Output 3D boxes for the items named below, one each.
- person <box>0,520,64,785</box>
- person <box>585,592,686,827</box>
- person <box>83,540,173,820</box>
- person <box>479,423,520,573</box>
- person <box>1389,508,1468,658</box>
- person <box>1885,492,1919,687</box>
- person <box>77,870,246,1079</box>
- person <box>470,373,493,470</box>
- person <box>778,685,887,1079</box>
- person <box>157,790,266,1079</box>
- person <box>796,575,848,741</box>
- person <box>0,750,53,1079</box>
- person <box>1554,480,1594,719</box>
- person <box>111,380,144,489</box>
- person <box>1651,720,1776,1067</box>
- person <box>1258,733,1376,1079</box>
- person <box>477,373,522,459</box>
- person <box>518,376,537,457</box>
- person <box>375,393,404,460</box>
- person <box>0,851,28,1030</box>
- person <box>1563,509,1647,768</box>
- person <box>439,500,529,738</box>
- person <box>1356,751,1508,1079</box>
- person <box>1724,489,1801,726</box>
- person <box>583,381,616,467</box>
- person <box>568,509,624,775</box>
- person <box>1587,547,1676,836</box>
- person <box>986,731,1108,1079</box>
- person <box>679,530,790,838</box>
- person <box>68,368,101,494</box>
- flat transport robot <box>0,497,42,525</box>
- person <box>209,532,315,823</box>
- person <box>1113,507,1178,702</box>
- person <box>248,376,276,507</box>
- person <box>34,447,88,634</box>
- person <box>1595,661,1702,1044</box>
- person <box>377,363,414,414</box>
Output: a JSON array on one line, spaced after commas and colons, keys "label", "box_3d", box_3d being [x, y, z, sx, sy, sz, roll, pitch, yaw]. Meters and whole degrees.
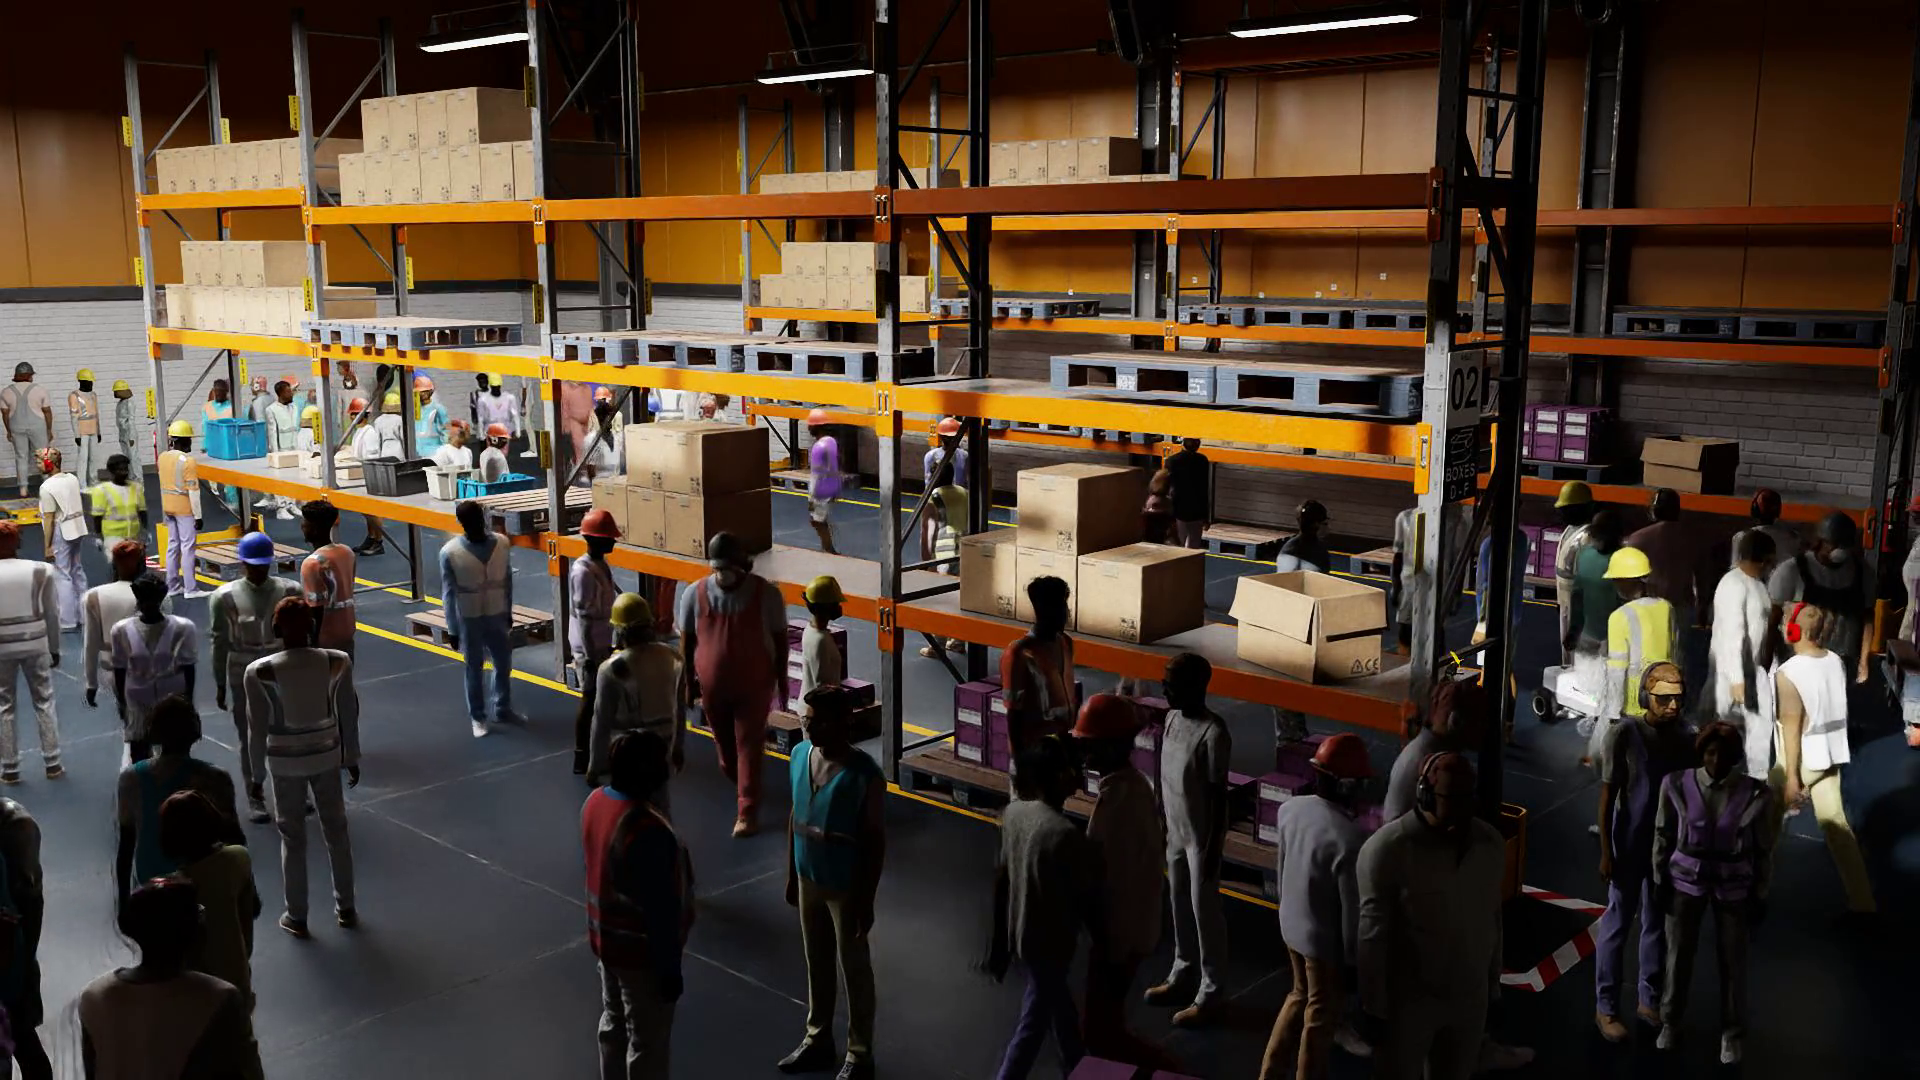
[{"label": "person", "box_3d": [-6.656, 0.786, 11.713, 0.590, 1.875, 0.358, -6, 12, -32]}, {"label": "person", "box_3d": [-1.837, 1.198, 9.515, 0.404, 1.827, 0.613, 8, 13, 40]}, {"label": "person", "box_3d": [-5.542, 0.909, 11.171, 0.579, 1.830, 1.025, 0, 10, 0]}, {"label": "person", "box_3d": [-5.343, -0.485, 19.261, 0.339, 1.747, 0.563, -7, 12, -35]}, {"label": "person", "box_3d": [3.864, 0.387, 13.764, 0.613, 1.948, 0.395, 5, 11, 28]}, {"label": "person", "box_3d": [8.135, 0.456, 13.979, 0.471, 1.738, 0.568, 5, 11, 28]}, {"label": "person", "box_3d": [-2.524, 1.968, 5.203, 0.570, 1.817, 0.846, 4, 11, 19]}, {"label": "person", "box_3d": [-7.913, -1.959, 27.784, 0.543, 1.682, 0.357, 1, 10, 3]}, {"label": "person", "box_3d": [-0.559, 1.545, 7.503, 0.567, 1.847, 0.389, 9, 13, 40]}, {"label": "person", "box_3d": [-3.029, 1.794, 6.701, 0.286, 1.633, 0.498, 3, 10, 15]}, {"label": "person", "box_3d": [-0.850, 1.086, 10.326, 0.327, 1.769, 0.525, -2, 10, -9]}, {"label": "person", "box_3d": [-3.915, 1.645, 6.677, 0.543, 1.940, 0.361, 5, 11, 26]}, {"label": "person", "box_3d": [4.914, 0.475, 13.337, 0.375, 1.924, 0.585, 1, 10, 4]}, {"label": "person", "box_3d": [-12.790, -1.583, 25.506, 0.485, 1.737, 0.321, 9, 13, 41]}, {"label": "person", "box_3d": [3.473, 1.620, 7.707, 0.512, 1.626, 0.326, 5, 11, 27]}, {"label": "person", "box_3d": [1.550, 1.671, 7.102, 0.419, 1.741, 0.584, -4, 11, -20]}, {"label": "person", "box_3d": [-7.047, -1.630, 25.440, 0.606, 1.869, 1.023, -5, 11, -26]}, {"label": "person", "box_3d": [-7.804, -2.417, 29.891, 0.347, 1.858, 0.506, -2, 10, -10]}, {"label": "person", "box_3d": [-7.873, -1.172, 23.157, 0.492, 1.742, 0.320, 2, 10, 10]}, {"label": "person", "box_3d": [-3.918, 1.744, 6.402, 0.632, 1.840, 0.429, -1, 10, -8]}, {"label": "person", "box_3d": [4.764, 0.703, 12.077, 0.631, 1.913, 0.652, -4, 11, -20]}, {"label": "person", "box_3d": [-3.688, 0.601, 12.764, 0.629, 1.873, 0.449, -9, 14, -43]}, {"label": "person", "box_3d": [1.809, 1.726, 6.311, 0.639, 1.910, 0.407, -4, 11, -20]}, {"label": "person", "box_3d": [6.300, 0.532, 13.125, 0.585, 1.882, 0.344, -2, 10, -11]}, {"label": "person", "box_3d": [-6.234, -2.243, 28.372, 0.674, 2.000, 0.535, 3, 11, 18]}, {"label": "person", "box_3d": [-2.589, 0.725, 11.938, 0.420, 1.925, 0.546, 1, 10, 6]}, {"label": "person", "box_3d": [4.231, 0.987, 10.492, 0.623, 1.903, 0.505, -5, 11, -25]}, {"label": "person", "box_3d": [0.422, 1.679, 6.833, 0.974, 1.822, 0.517, -5, 11, -27]}, {"label": "person", "box_3d": [-1.475, 0.837, 10.959, 0.706, 2.000, 0.957, 1, 10, 3]}, {"label": "person", "box_3d": [-13.358, -1.668, 25.478, 0.400, 1.918, 0.592, 1, 10, 7]}, {"label": "flat transport robot", "box_3d": [-12.906, -0.409, 23.008, 0.652, 0.197, 1.431, -9, 14, -42]}, {"label": "person", "box_3d": [-4.589, 0.894, 10.951, 0.621, 1.935, 0.414, -5, 11, -28]}, {"label": "person", "box_3d": [1.393, 0.602, 12.991, 0.578, 1.802, 0.897, -5, 11, -26]}, {"label": "person", "box_3d": [-10.153, -1.440, 24.211, 0.405, 1.906, 0.653, -1, 10, -6]}, {"label": "person", "box_3d": [-8.753, 0.005, 16.250, 0.395, 1.836, 0.563, 0, 10, 0]}, {"label": "person", "box_3d": [3.280, 1.473, 7.914, 0.508, 1.846, 0.342, -2, 10, -11]}, {"label": "person", "box_3d": [-10.224, -2.550, 30.110, 0.676, 2.000, 0.536, -7, 12, -36]}]
